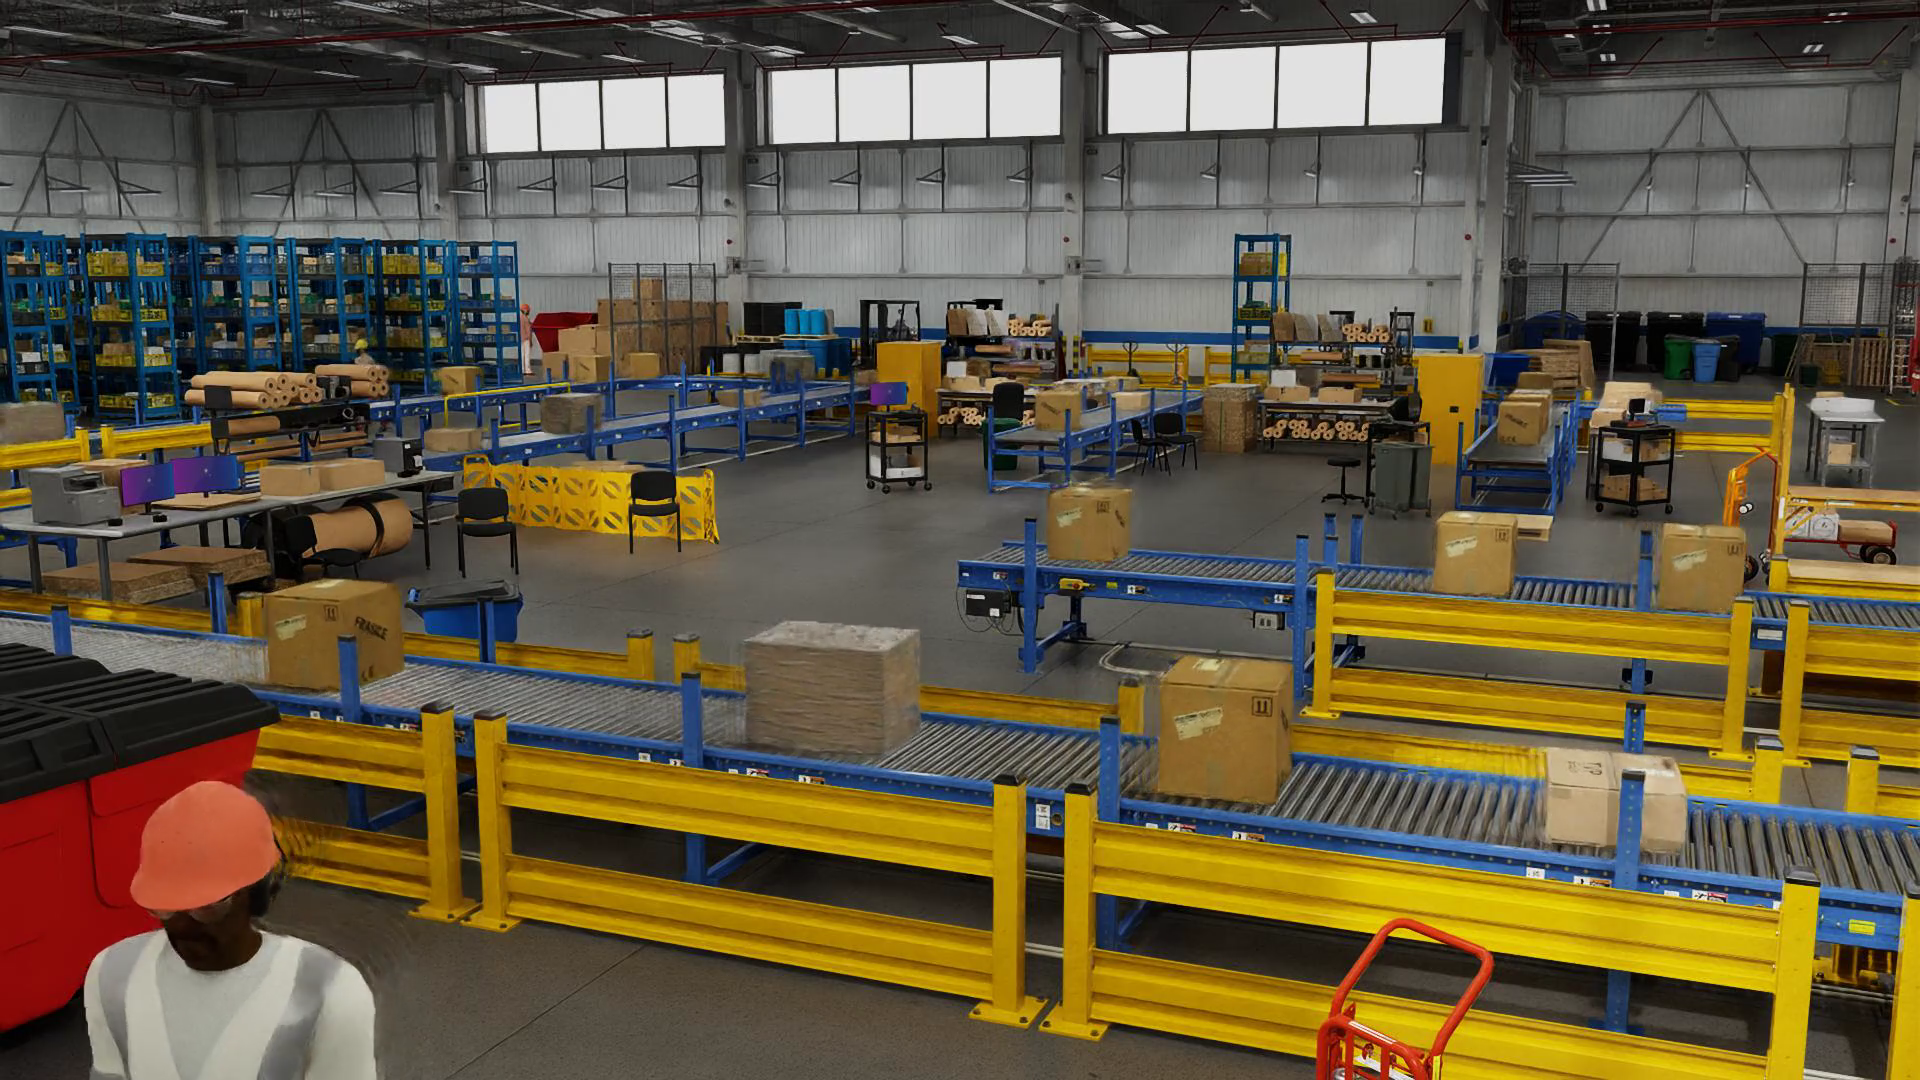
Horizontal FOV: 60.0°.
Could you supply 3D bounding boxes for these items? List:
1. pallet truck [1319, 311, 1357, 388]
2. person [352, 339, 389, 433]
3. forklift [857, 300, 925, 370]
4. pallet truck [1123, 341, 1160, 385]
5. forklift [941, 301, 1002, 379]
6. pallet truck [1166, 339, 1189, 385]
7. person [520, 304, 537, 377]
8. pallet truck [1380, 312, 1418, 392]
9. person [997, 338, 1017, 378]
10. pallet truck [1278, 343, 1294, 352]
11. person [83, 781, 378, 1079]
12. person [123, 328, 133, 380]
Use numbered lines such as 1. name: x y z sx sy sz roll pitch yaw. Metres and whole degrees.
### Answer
1. pallet truck: 9.071 -4.419 39.190 0.823 1.965 1.885 5 10 26
2. person: -10.689 -2.754 29.954 0.534 1.721 0.926 7 12 36
3. forklift: -1.732 -5.109 42.468 1.157 1.987 2.680 4 10 22
4. pallet truck: 4.445 -4.380 41.279 0.680 1.201 1.601 4 10 22
5. forklift: 0.365 -4.966 41.571 1.157 1.987 2.680 3 10 20
6. pallet truck: 5.418 -4.269 40.420 0.704 1.261 1.522 3 10 20
7. person: -11.898 -5.474 45.596 0.380 1.995 0.611 -8 13 -42
8. pallet truck: 10.207 -4.283 38.369 0.823 1.965 1.885 3 10 20
9. person: 0.868 -3.466 33.330 0.641 2.022 0.648 3 10 17
10. pallet truck: 7.886 -4.163 39.743 0.653 1.274 1.630 4 10 22
11. person: -1.499 1.454 3.532 0.628 2.025 0.722 1 9 8
12. person: -18.588 -4.033 37.361 0.569 1.829 0.485 2 10 13
